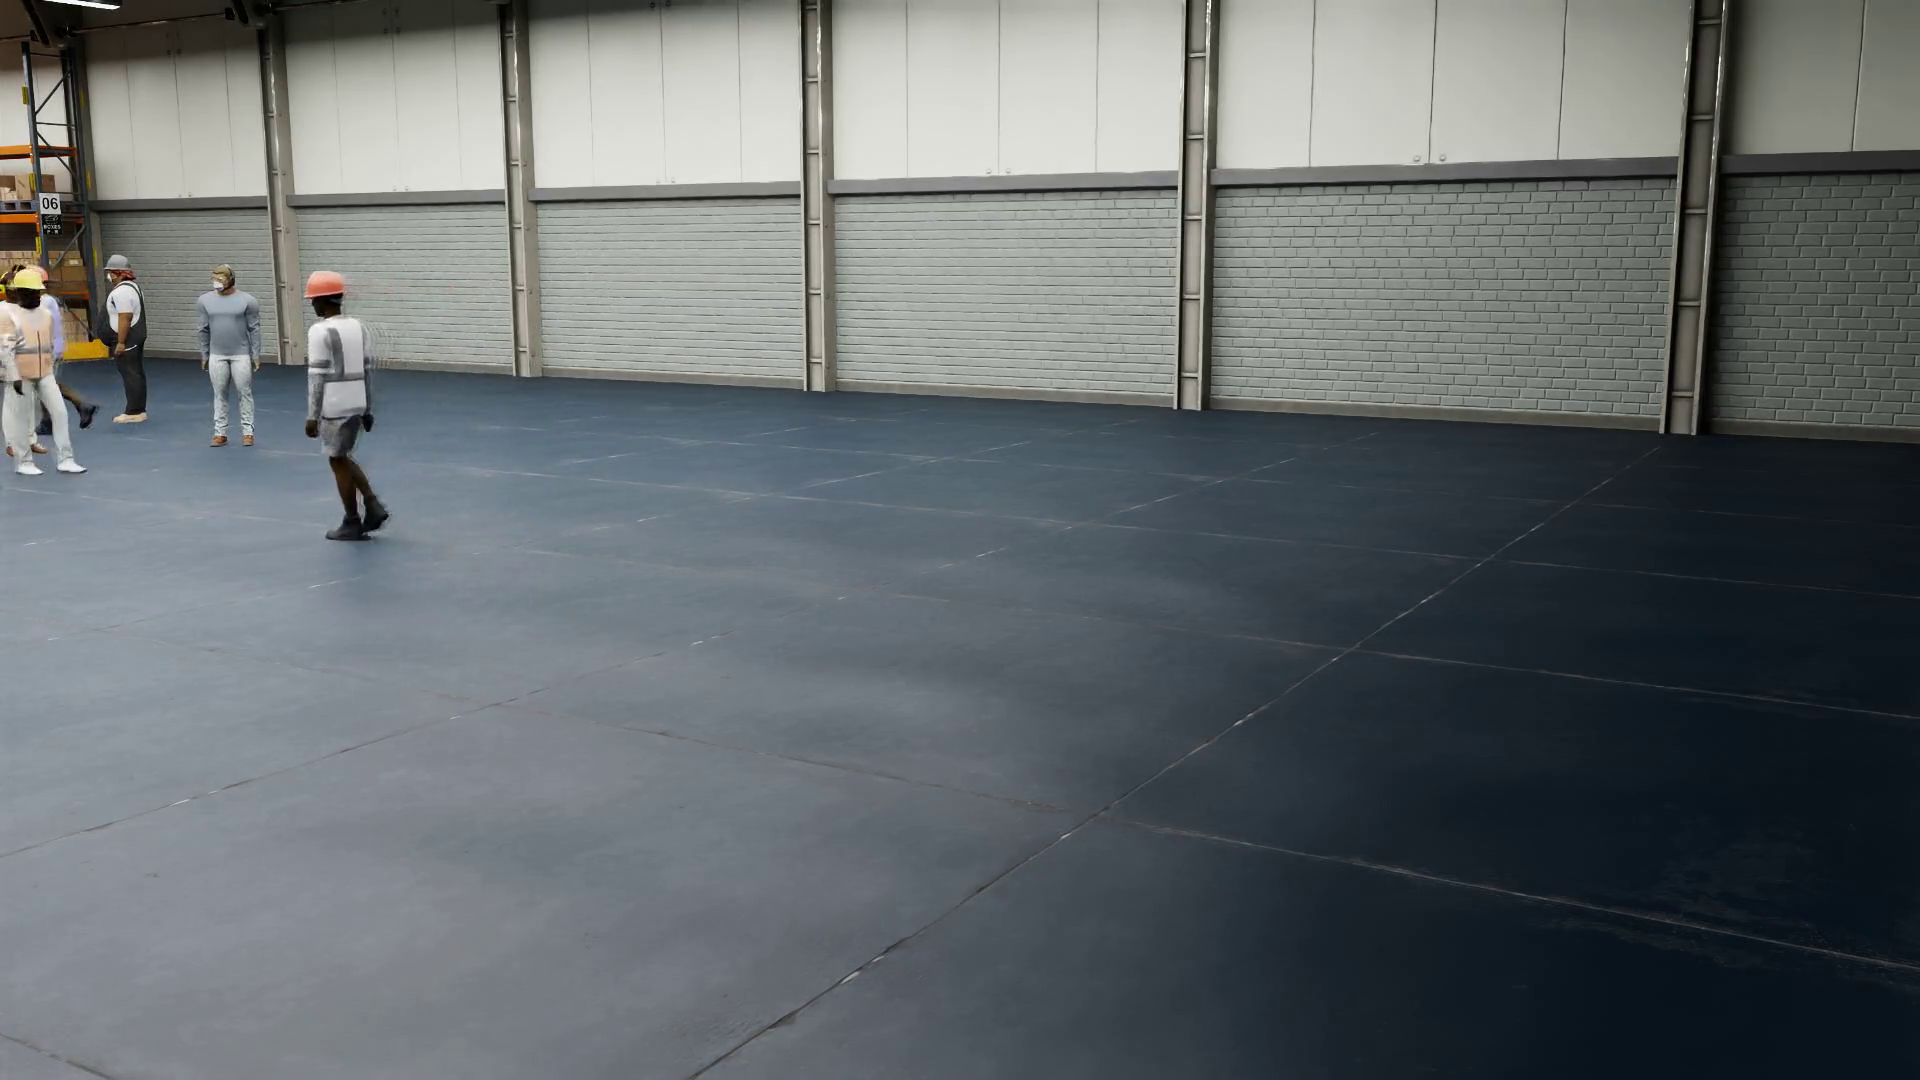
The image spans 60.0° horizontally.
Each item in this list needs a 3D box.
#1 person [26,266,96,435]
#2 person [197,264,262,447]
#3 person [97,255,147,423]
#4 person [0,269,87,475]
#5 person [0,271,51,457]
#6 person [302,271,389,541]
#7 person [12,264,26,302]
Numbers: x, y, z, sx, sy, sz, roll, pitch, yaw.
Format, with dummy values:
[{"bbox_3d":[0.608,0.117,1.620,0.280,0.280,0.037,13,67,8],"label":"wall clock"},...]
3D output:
[{"bbox_3d":[-10.266,-2.140,18.826,0.631,1.918,0.565,-3,10,-16],"label":"person"},{"bbox_3d":[-7.760,-1.956,17.701,0.629,1.937,0.379,-2,10,-9],"label":"person"},{"bbox_3d":[-10.233,-2.454,20.308,0.536,2.000,0.675,-2,10,-13],"label":"person"},{"bbox_3d":[-8.447,-1.520,15.261,0.813,1.897,0.598,5,11,26],"label":"person"},{"bbox_3d":[-9.566,-1.787,16.901,0.328,1.872,0.509,4,11,24],"label":"person"},{"bbox_3d":[-4.409,-0.933,11.757,0.401,1.920,0.539,2,10,14],"label":"person"},{"bbox_3d":[-17.898,-4.307,31.675,0.329,1.863,0.518,-6,12,-33],"label":"person"}]
